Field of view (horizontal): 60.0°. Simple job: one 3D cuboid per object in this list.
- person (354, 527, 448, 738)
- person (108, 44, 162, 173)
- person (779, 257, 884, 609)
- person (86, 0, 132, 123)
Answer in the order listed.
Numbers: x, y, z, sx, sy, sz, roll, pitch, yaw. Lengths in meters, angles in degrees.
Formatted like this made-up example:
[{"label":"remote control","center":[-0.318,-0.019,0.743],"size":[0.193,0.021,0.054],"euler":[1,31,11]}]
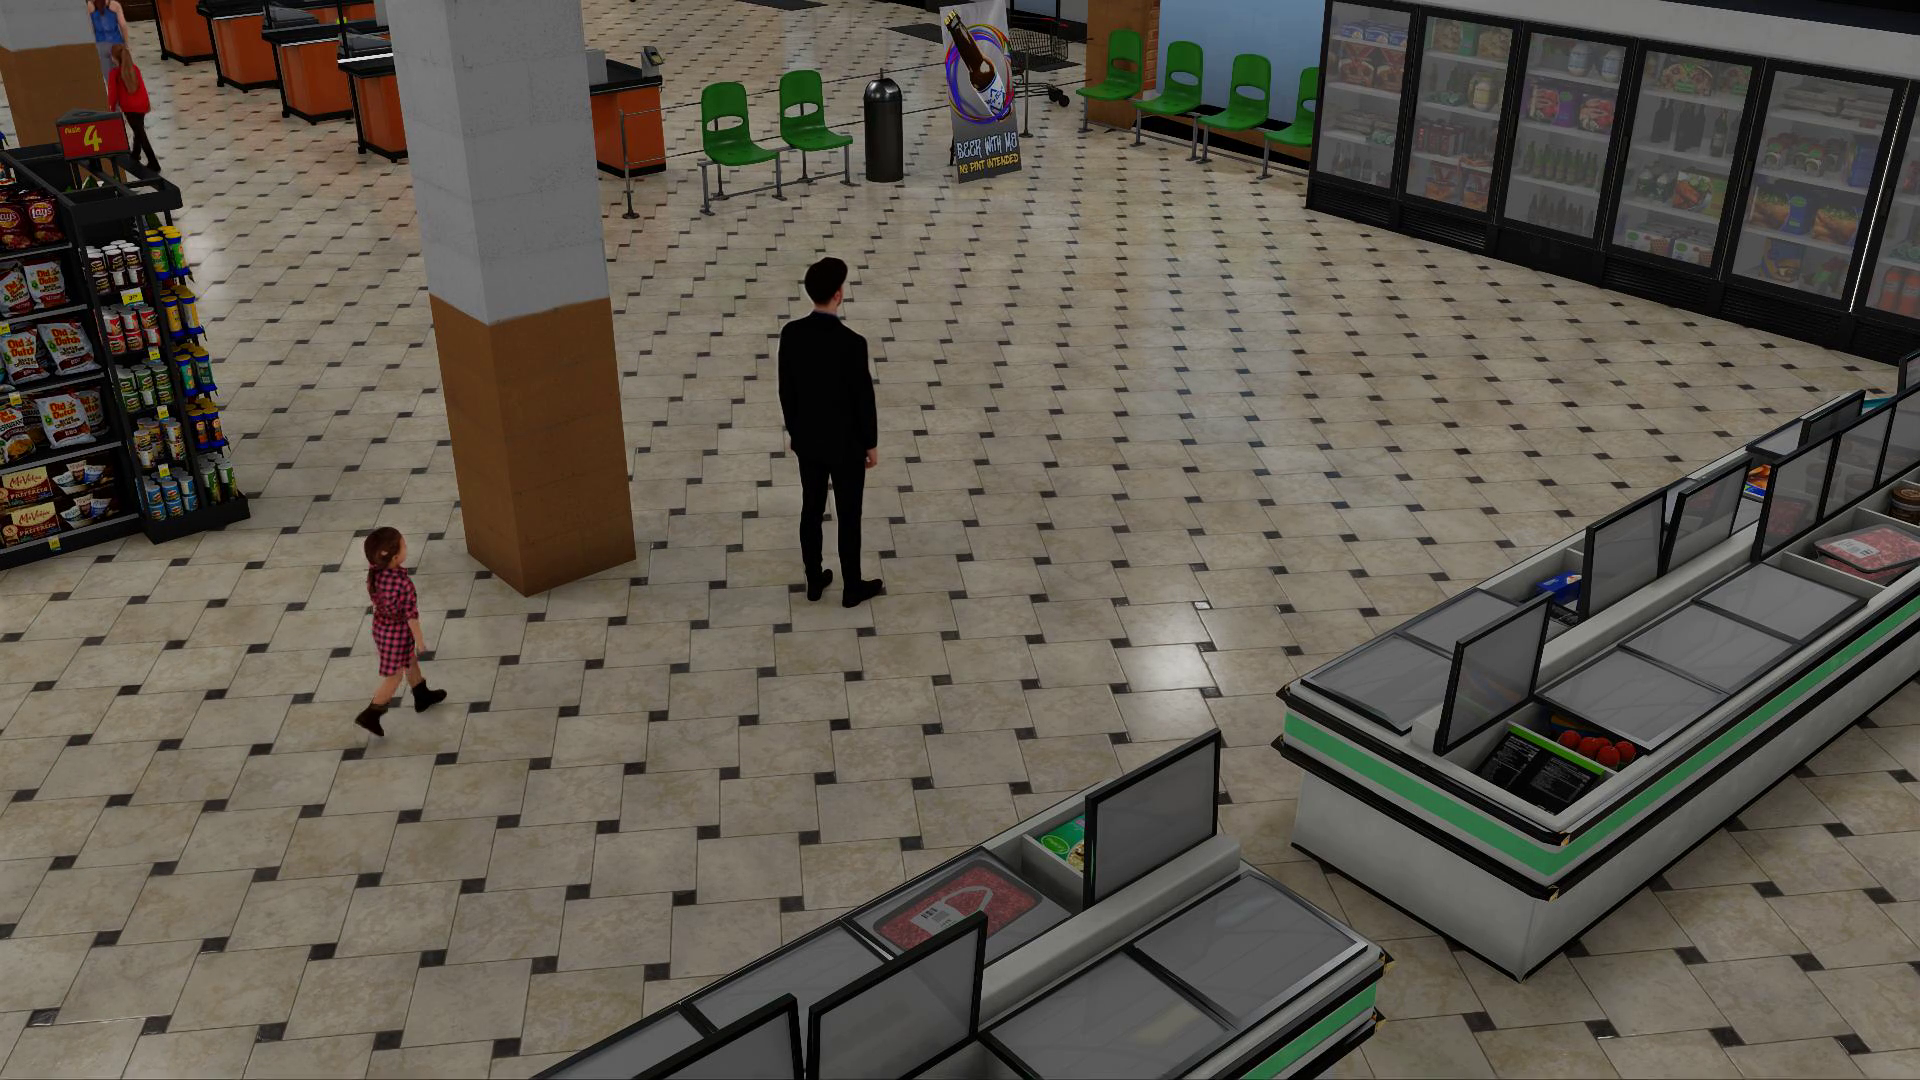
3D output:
[{"label":"person","center":[-2.651,0.430,7.690],"size":[0.538,1.008,0.768],"euler":[19,32,32]},{"label":"person","center":[-8.335,-4.353,16.849],"size":[0.761,1.255,0.861],"euler":[15,30,27]},{"label":"person","center":[-0.677,-0.539,8.623],"size":[0.782,1.894,0.772],"euler":[11,29,21]},{"label":"person","center":[-9.603,-5.524,18.804],"size":[0.967,1.576,0.753],"euler":[-15,31,-27]}]
